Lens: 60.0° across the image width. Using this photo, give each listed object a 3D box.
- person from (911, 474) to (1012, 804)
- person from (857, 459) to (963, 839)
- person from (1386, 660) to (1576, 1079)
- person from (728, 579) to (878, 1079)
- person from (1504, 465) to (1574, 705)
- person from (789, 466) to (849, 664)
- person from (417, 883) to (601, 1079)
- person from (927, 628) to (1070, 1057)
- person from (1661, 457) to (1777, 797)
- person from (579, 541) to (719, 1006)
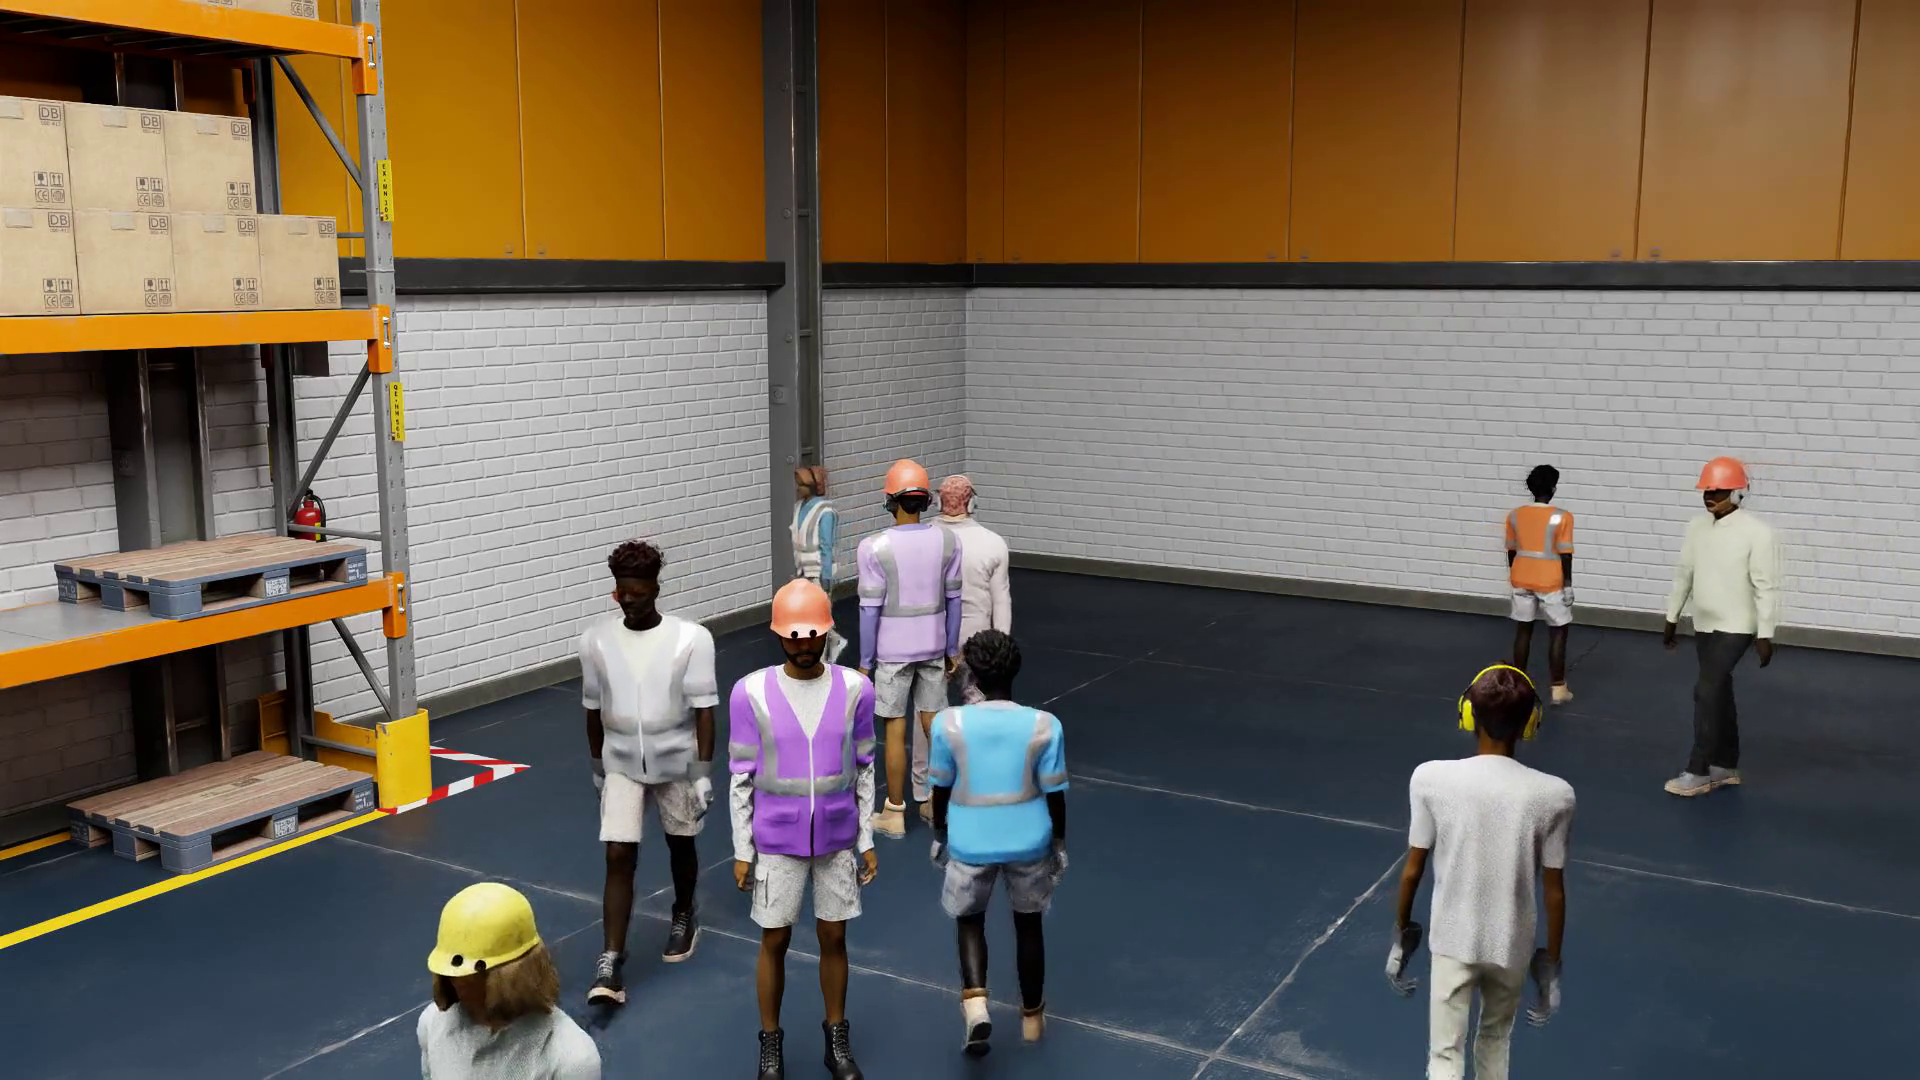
[{"bbox_3d":[-0.025,0.573,9.502,0.651,1.898,0.398,1,9,8],"label":"person"},{"bbox_3d":[-0.283,0.586,8.957,0.607,2.044,0.376,-5,10,-27],"label":"person"},{"bbox_3d":[1.610,1.294,5.170,0.531,1.843,0.800,2,9,11],"label":"person"},{"bbox_3d":[-0.566,1.094,6.116,0.552,1.937,0.356,-2,9,-15],"label":"person"},{"bbox_3d":[4.101,0.309,11.776,0.365,1.689,0.564,-7,12,-38],"label":"person"},{"bbox_3d":[-1.036,0.252,12.326,0.446,1.622,0.525,-6,11,-35],"label":"person"},{"bbox_3d":[-1.051,1.598,3.690,0.518,1.703,0.872,4,10,21],"label":"person"},{"bbox_3d":[0.150,1.181,6.372,0.553,1.674,0.499,0,9,0],"label":"person"},{"bbox_3d":[4.320,0.505,9.673,0.774,1.968,0.659,-3,9,-16],"label":"person"},{"bbox_3d":[-1.321,0.960,7.017,0.608,1.911,0.997,0,9,2],"label":"person"}]
